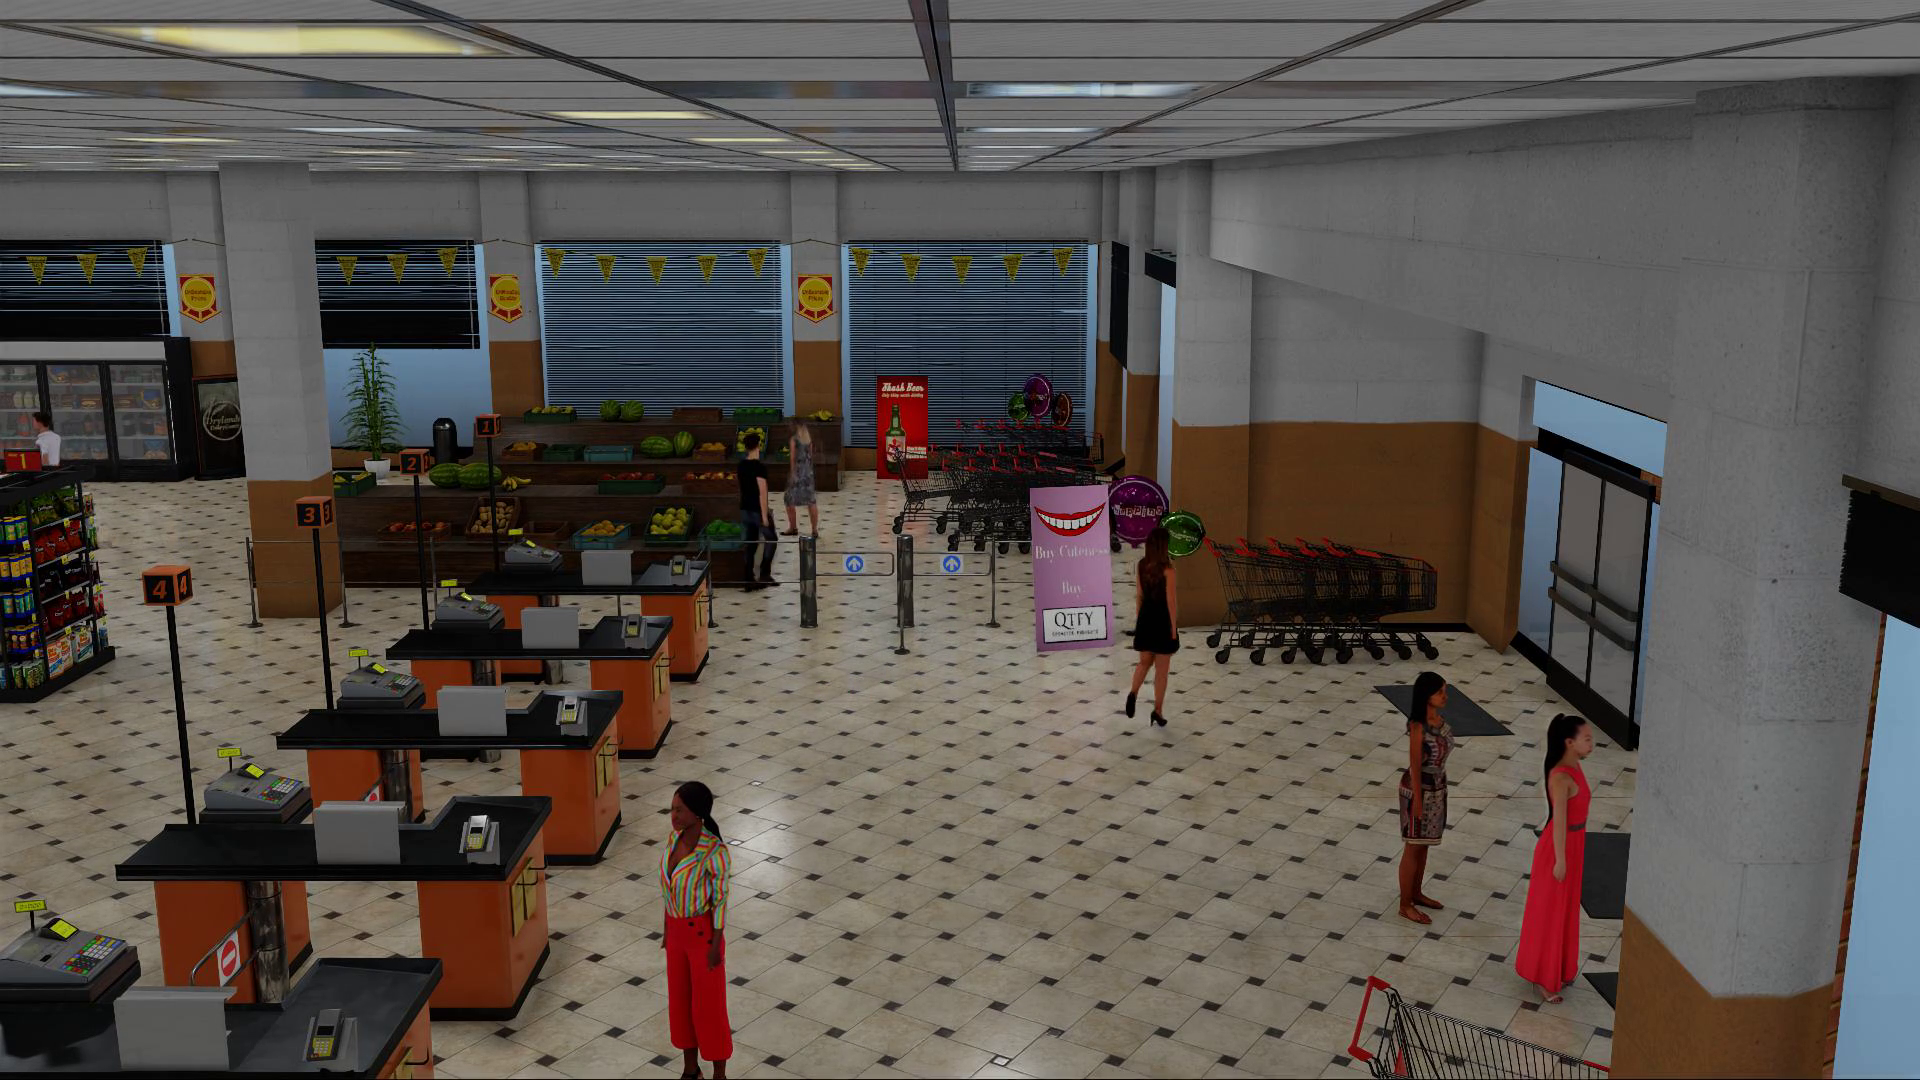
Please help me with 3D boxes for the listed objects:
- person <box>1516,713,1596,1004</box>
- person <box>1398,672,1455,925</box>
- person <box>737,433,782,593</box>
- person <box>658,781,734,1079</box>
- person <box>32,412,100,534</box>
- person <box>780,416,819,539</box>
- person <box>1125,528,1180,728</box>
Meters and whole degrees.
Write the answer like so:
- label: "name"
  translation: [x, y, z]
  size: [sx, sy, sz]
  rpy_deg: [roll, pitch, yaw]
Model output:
- label: "person"
  translation: [3.532, 1.854, 9.781]
  size: [0.731, 1.725, 0.712]
  rpy_deg: [7, 14, 30]
- label: "person"
  translation: [3.039, 1.658, 10.909]
  size: [0.733, 1.645, 0.724]
  rpy_deg: [8, 14, 34]
- label: "person"
  translation: [-2.504, -0.295, 19.653]
  size: [0.911, 1.864, 0.849]
  rpy_deg: [-11, 16, -42]
- label: "person"
  translation: [-1.352, 2.086, 8.519]
  size: [0.660, 1.792, 0.744]
  rpy_deg: [9, 15, 37]
- label: "person"
  translation: [-11.916, -0.770, 21.994]
  size: [1.065, 1.828, 0.633]
  rpy_deg: [0, 12, 0]
- label: "person"
  translation: [-2.118, -0.831, 22.638]
  size: [0.843, 1.681, 0.900]
  rpy_deg: [-10, 16, -40]
- label: "person"
  translation: [1.652, 0.806, 14.525]
  size: [0.892, 1.822, 0.920]
  rpy_deg: [9, 15, 37]
